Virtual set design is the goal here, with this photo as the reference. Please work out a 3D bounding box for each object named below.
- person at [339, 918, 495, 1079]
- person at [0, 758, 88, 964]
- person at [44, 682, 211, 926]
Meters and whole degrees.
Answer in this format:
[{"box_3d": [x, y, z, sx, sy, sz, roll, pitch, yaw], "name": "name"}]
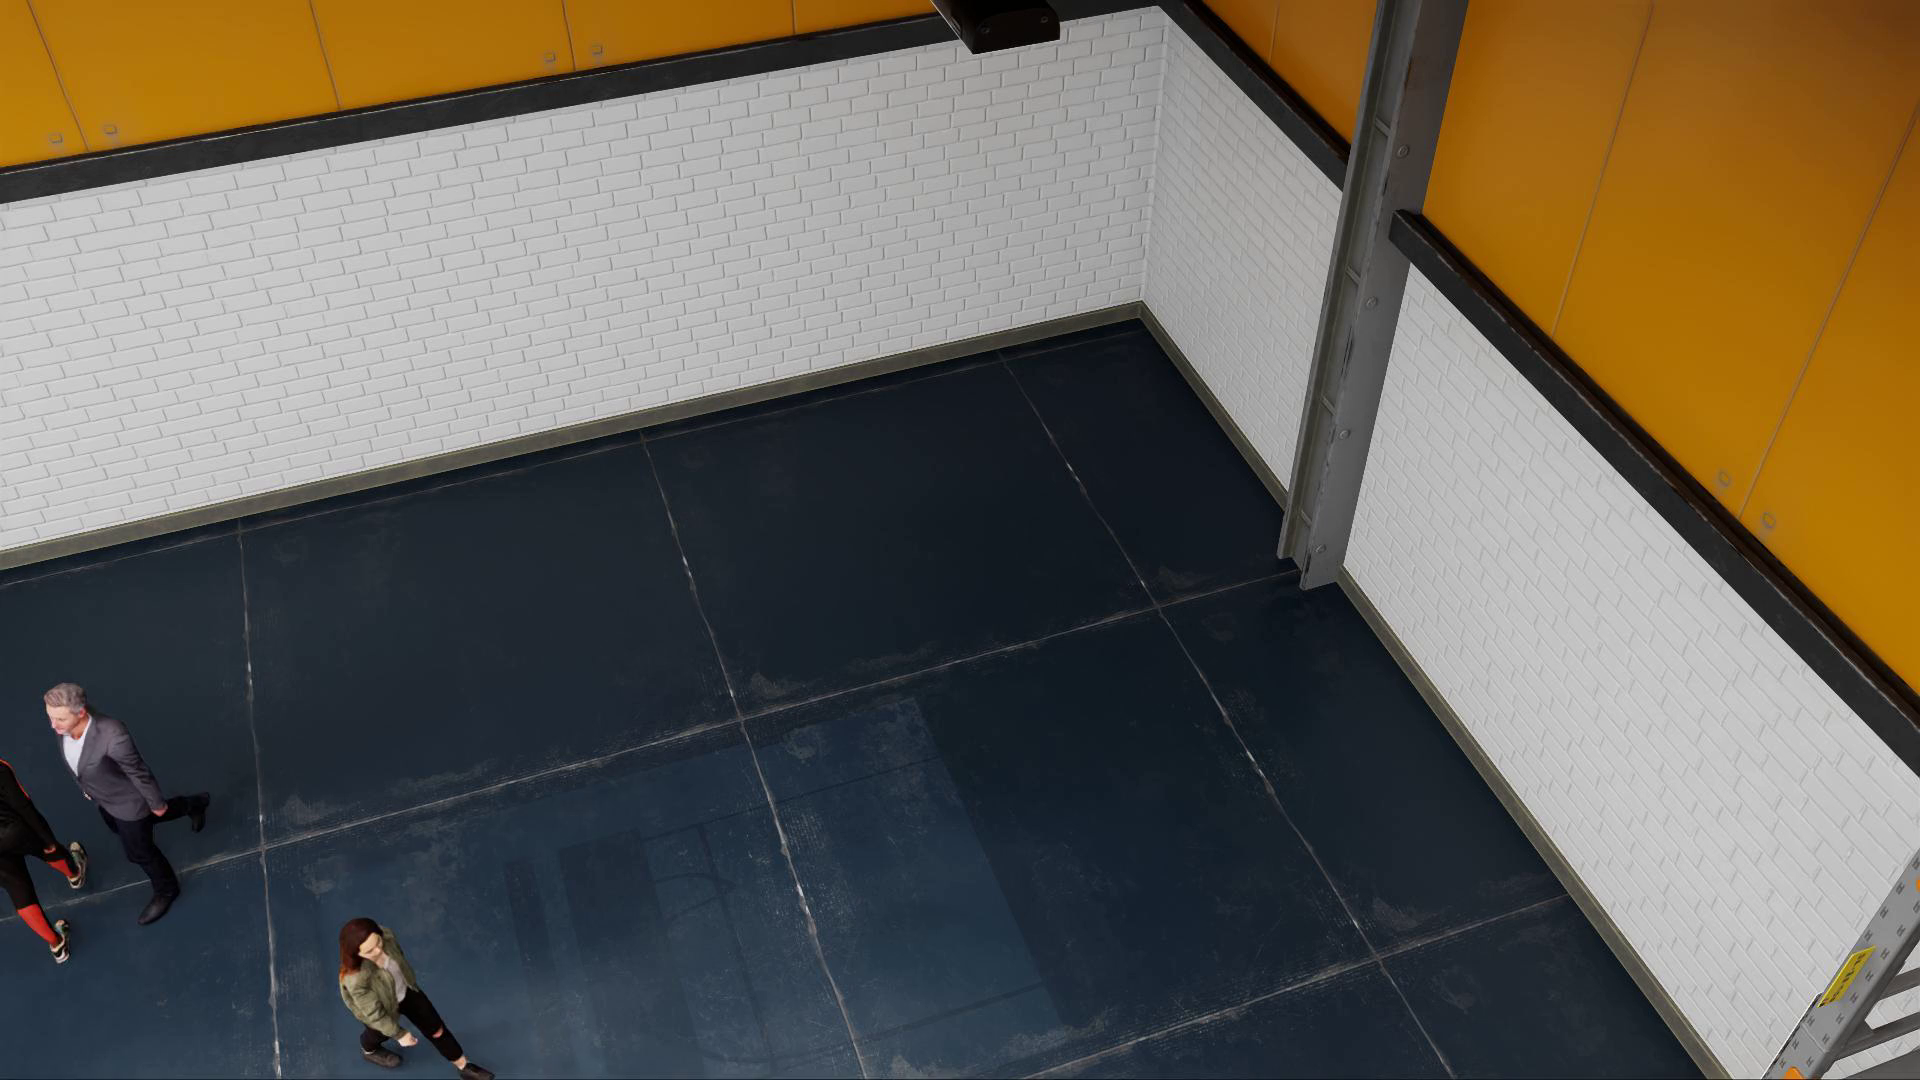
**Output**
[{"box_3d": [-3.012, 2.388, 8.574, 1.035, 1.435, 1.009, 12, 45, 13], "name": "person"}, {"box_3d": [-5.216, 1.683, 9.060, 0.669, 1.785, 1.003, -16, 46, -16], "name": "person"}, {"box_3d": [-4.680, 1.368, 9.369, 1.082, 1.815, 1.120, 20, 47, 20], "name": "person"}]
